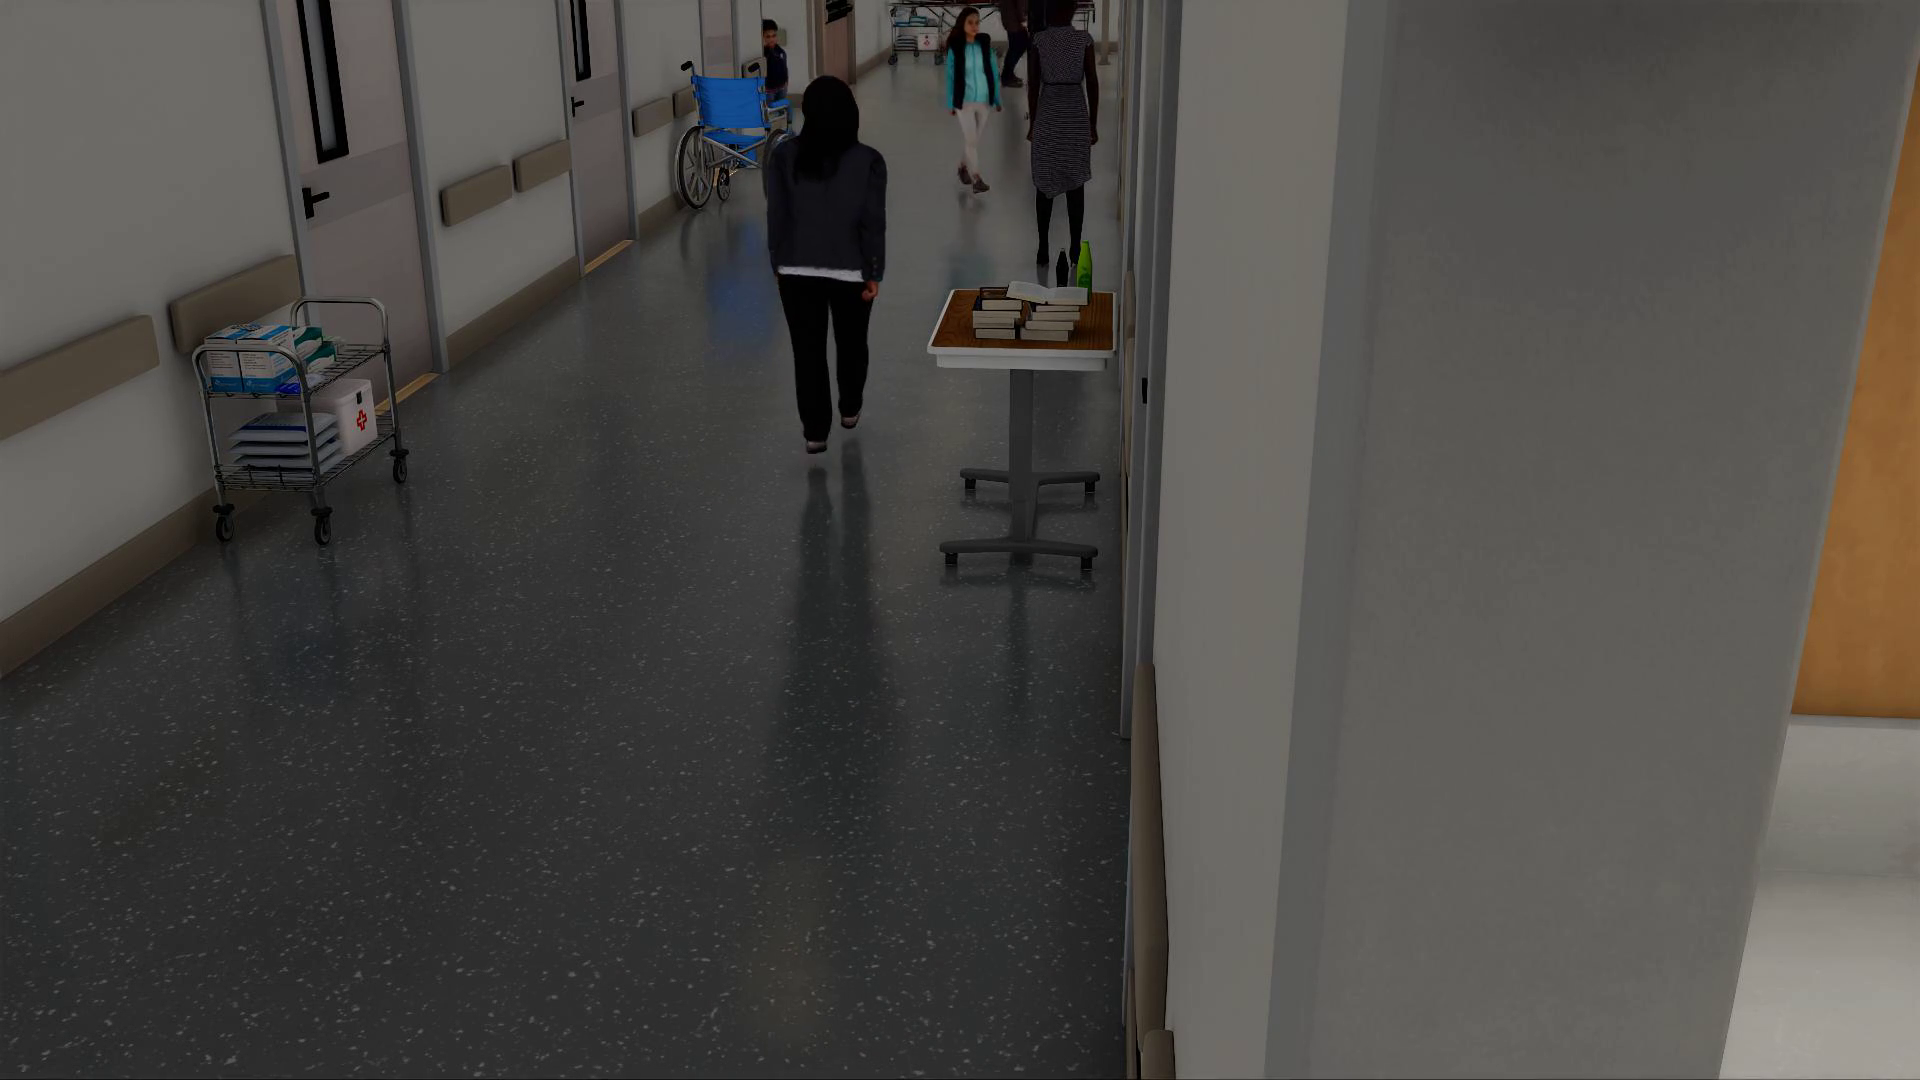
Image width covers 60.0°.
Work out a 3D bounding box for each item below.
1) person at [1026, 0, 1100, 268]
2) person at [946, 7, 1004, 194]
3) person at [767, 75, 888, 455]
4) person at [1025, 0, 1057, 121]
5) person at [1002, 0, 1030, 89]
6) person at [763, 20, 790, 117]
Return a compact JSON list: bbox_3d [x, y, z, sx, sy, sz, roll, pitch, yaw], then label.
[{"bbox_3d":[0.661,-2.685,10.849,0.643,1.789,0.545,4,21,10],"label":"person"},{"bbox_3d":[0.078,-3.653,13.858,0.871,1.466,1.075,-8,22,-21],"label":"person"},{"bbox_3d":[-0.572,-1.112,7.012,0.759,1.563,1.084,-1,21,-2],"label":"person"},{"bbox_3d":[1.005,-5.589,18.485,0.755,1.810,0.870,4,21,12],"label":"person"},{"bbox_3d":[0.704,-6.845,21.812,0.900,1.803,0.644,-5,21,-12],"label":"person"},{"bbox_3d":[-1.903,-4.581,16.682,0.797,1.202,0.865,-17,27,-38],"label":"person"}]
